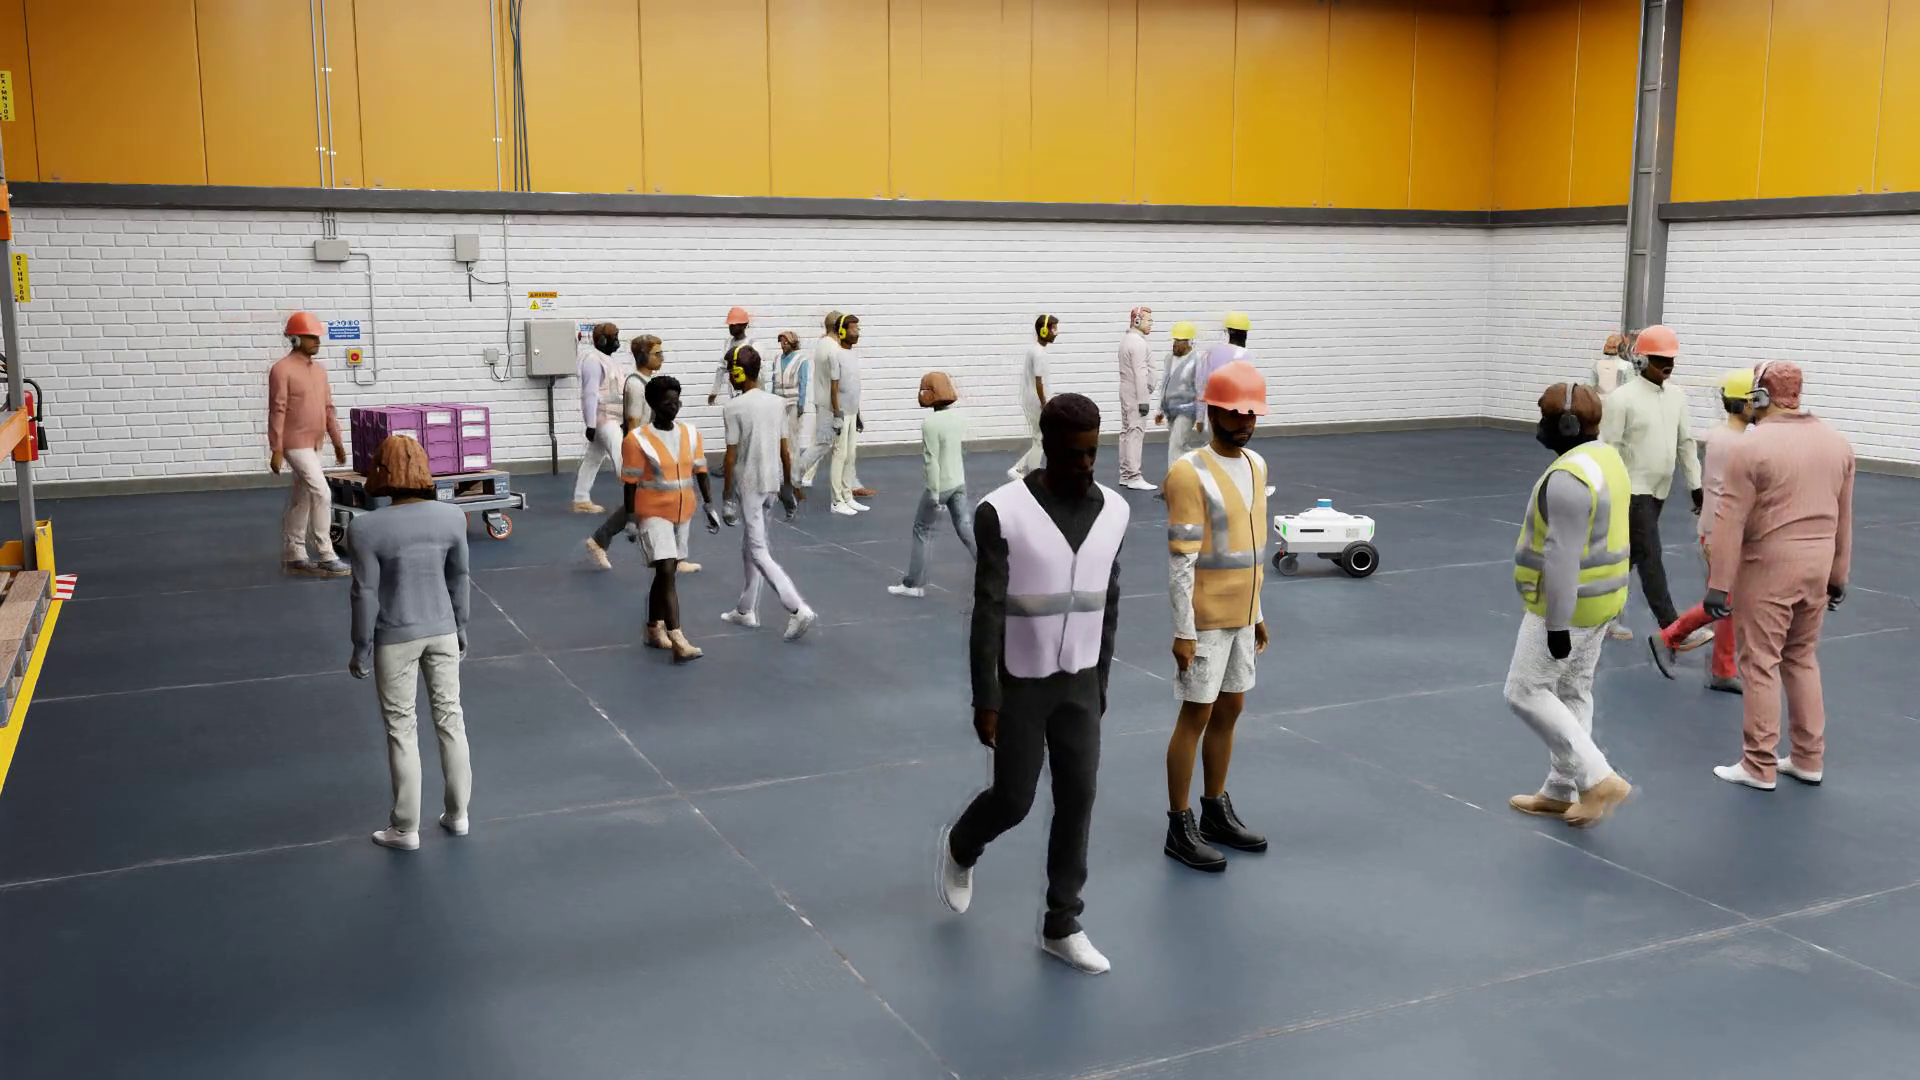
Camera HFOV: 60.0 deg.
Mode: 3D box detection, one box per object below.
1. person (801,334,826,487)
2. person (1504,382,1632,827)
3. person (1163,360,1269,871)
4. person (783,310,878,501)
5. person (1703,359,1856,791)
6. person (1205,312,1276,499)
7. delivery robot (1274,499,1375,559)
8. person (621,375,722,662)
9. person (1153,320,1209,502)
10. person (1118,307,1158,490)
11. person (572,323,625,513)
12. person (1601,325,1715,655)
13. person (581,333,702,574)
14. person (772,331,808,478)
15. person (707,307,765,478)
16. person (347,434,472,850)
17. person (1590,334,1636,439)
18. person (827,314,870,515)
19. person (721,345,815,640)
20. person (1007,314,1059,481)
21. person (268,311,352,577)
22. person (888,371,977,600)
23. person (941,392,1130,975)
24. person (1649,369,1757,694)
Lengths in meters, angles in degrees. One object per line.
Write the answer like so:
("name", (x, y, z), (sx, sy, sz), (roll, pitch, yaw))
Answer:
("person", (-1.446, -1.330, 17.355), (0.752, 1.600, 0.523), (-6, 11, -34))
("person", (2.477, 0.277, 6.742), (0.456, 1.833, 0.639), (7, 12, 37))
("person", (1.013, 0.282, 6.360), (0.366, 1.933, 0.551), (9, 13, 43))
("person", (-1.338, -1.314, 16.418), (0.959, 1.904, 0.661), (-2, 9, -14))
("person", (3.597, 0.152, 7.347), (0.676, 1.886, 0.412), (-3, 10, -20))
("person", (2.629, -1.248, 16.027), (0.968, 1.874, 0.599), (-8, 12, -39))
("delivery robot", (2.729, -0.065, 12.493), (0.707, 0.478, 0.477), (0, 9, 0))
("person", (-1.646, -0.120, 9.710), (0.808, 1.661, 0.540), (8, 12, 41))
("person", (2.266, -1.284, 16.506), (0.778, 1.804, 0.597), (-5, 10, -27))
("person", (1.865, -1.480, 17.399), (0.401, 1.904, 0.641), (-1, 9, -7))
("person", (-3.226, -1.121, 15.501), (0.944, 1.789, 0.650), (0, 9, 2))
("person", (4.182, -0.302, 9.954), (0.614, 1.942, 1.008), (-5, 11, -30))
("person", (-2.420, -0.635, 12.428), (0.862, 1.821, 0.514), (0, 9, -1))
("person", (-1.868, -1.493, 18.319), (0.526, 1.620, 0.392), (6, 11, 34))
("person", (-2.402, -1.661, 18.589), (0.544, 1.894, 1.007), (9, 13, 43))
("person", (-2.161, 0.401, 6.556), (0.281, 1.634, 0.498), (9, 13, 43))
("person", (6.613, -1.265, 16.874), (0.310, 1.639, 0.514), (-6, 11, -33))
("person", (-1.054, -1.175, 15.610), (0.325, 1.870, 0.513), (3, 10, 20))
("person", (-1.226, -0.303, 10.350), (0.912, 1.824, 0.541), (8, 12, 39))
("person", (0.775, -1.338, 16.699), (0.451, 1.844, 0.544), (1, 9, 7))
("person", (-4.738, -0.699, 12.326), (0.776, 1.966, 0.654), (1, 9, 8))
("person", (-0.089, -0.364, 11.434), (0.863, 1.592, 0.512), (6, 11, 34))
("person", (0.233, 0.440, 5.515), (0.626, 1.890, 0.705), (-5, 11, -31))
("person", (4.068, -0.043, 8.908), (0.474, 1.752, 0.529), (9, 13, 44))
